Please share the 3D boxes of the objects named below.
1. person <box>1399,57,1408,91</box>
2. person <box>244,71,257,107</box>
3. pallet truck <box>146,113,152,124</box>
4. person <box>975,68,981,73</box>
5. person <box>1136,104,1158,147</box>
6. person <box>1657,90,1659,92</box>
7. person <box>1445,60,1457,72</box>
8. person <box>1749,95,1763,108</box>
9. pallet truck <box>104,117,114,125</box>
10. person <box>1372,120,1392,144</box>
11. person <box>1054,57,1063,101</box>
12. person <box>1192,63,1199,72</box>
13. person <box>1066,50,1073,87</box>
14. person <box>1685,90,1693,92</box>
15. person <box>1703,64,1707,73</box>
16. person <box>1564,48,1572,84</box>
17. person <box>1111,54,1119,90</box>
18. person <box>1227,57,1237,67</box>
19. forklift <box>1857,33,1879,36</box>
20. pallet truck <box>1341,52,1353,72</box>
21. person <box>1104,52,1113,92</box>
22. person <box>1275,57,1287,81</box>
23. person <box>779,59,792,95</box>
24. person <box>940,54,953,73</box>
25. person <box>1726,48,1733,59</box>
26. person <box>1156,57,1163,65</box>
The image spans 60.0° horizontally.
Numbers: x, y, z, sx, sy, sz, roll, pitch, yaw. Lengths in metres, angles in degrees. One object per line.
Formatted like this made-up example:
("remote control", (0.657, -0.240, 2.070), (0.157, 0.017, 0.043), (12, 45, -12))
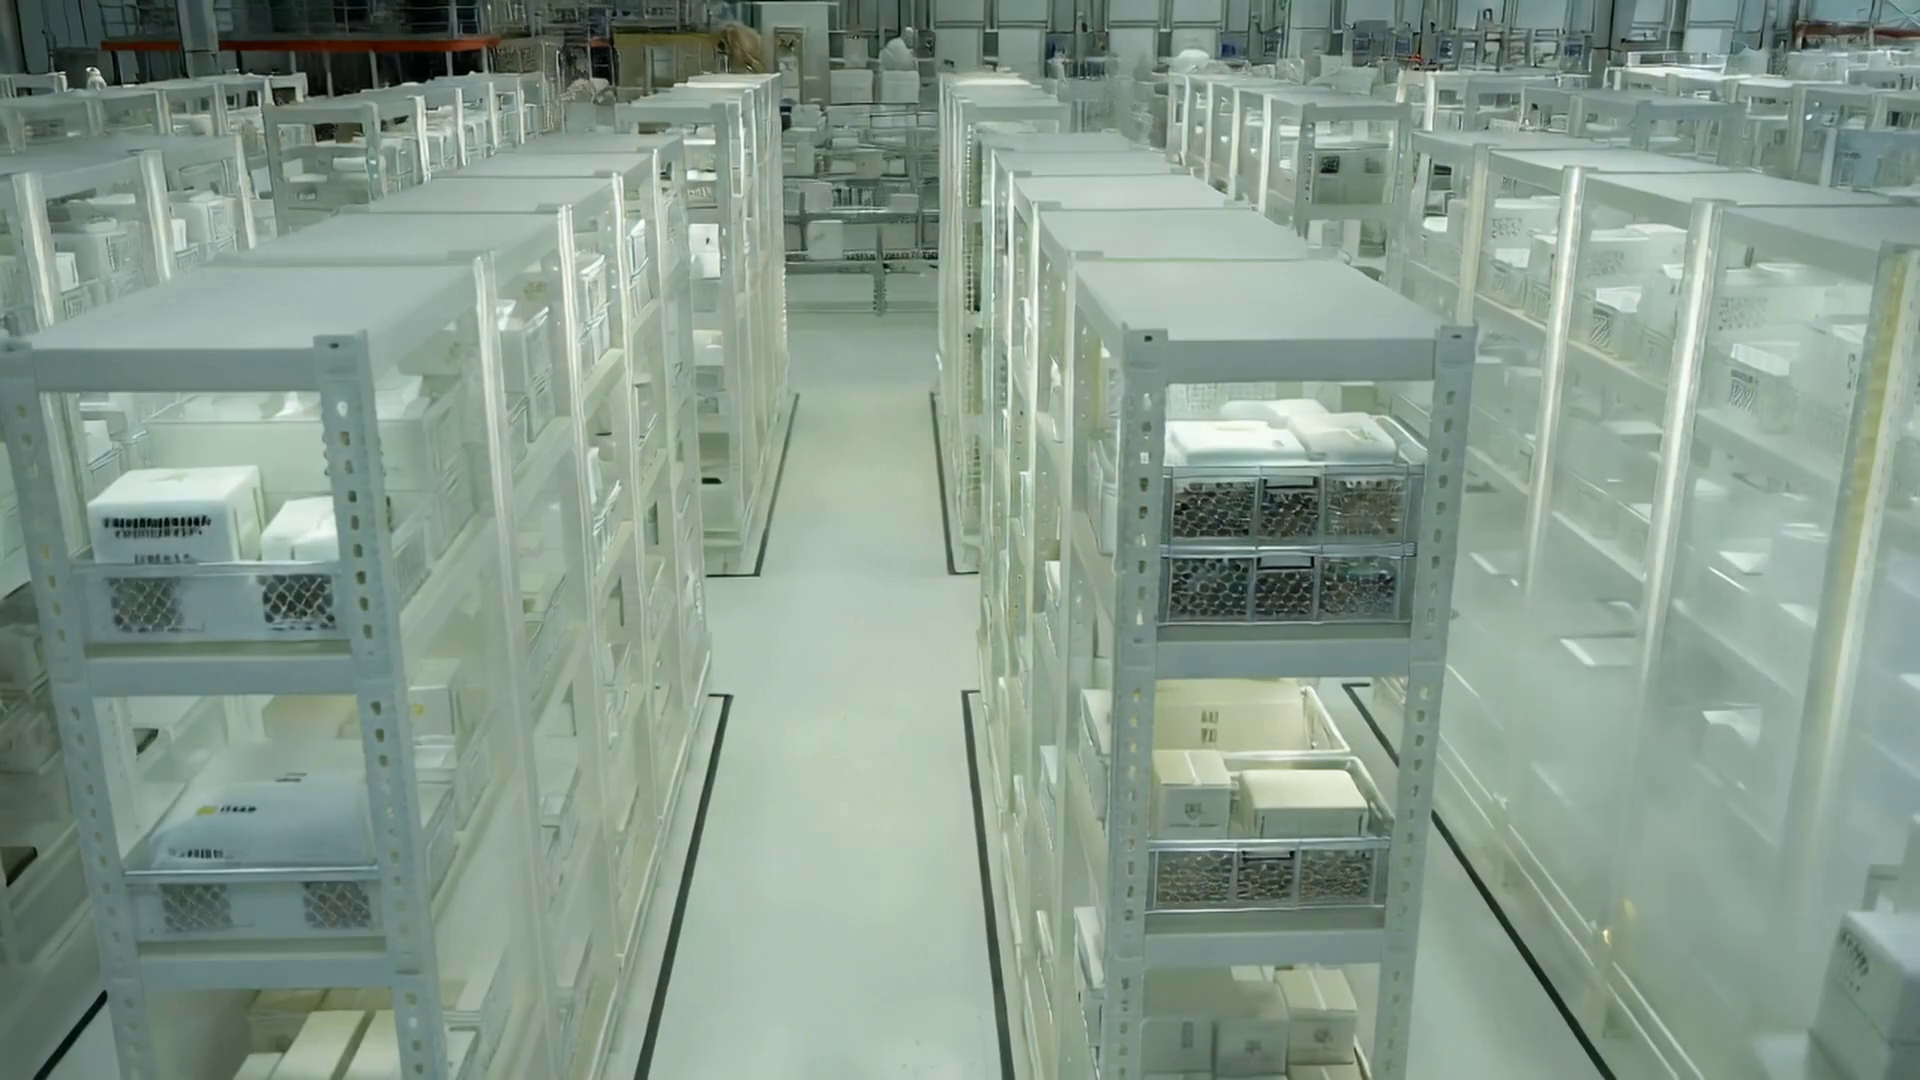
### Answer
("person", (22.462, -23.633, 84.339), (0.791, 1.672, 0.348), (-14, 23, -37))
("person", (-26.963, -16.783, 62.857), (0.948, 1.840, 0.616), (-1, 18, -2))
("pallet truck", (-18.087, -8.309, 36.390), (1.885, 1.965, 0.823), (-1, 18, -4))
("person", (0.702, -17.414, 64.795), (0.500, 1.861, 0.328), (-12, 21, -32))
("person", (4.967, -10.672, 44.107), (0.540, 1.739, 0.674), (-3, 18, -9))
("person", (34.926, -22.978, 81.922), (0.831, 1.904, 0.655), (1, 18, 2))
("person", (22.570, -21.192, 76.622), (0.525, 1.772, 0.309), (6, 19, 19))
("person", (28.442, -15.616, 59.490), (0.555, 1.679, 0.455), (-12, 21, -32))
("pallet truck", (-18.367, -7.885, 35.078), (1.885, 1.965, 0.823), (1, 18, 2))
("person", (11.973, -11.650, 47.275), (0.534, 1.661, 0.849), (0, 18, -1))
("person", (4.355, -20.537, 74.239), (0.392, 1.991, 0.613), (-9, 20, -25))
("person", (9.264, -17.796, 65.700), (0.601, 2.035, 0.401), (5, 19, 16))
("person", (5.784, -24.872, 87.739), (0.374, 1.935, 0.552), (2, 18, 7))
("person", (27.409, -16.816, 62.809), (0.542, 1.938, 0.357), (17, 24, 42))
("person", (31.343, -19.216, 70.315), (0.576, 1.895, 0.957), (13, 22, 34))
("person", (32.946, -25.730, 90.415), (0.400, 1.923, 0.577), (-11, 21, -31))
("person", (7.670, -22.852, 81.548), (0.766, 1.904, 0.596), (-3, 18, -9))
("person", (12.976, -22.153, 79.519), (0.666, 1.822, 0.628), (-16, 24, -41))
("forklift", (46.104, -24.422, 84.837), (1.129, 2.768, 1.873), (3, 18, 10))
("pallet truck", (18.794, -23.123, 82.231), (0.823, 1.965, 1.885), (-13, 22, -35))
("person", (7.487, -23.458, 83.344), (0.380, 1.951, 0.605), (-8, 20, -24))
("person", (14.662, -21.057, 75.950), (0.589, 1.928, 0.386), (12, 21, 32))
("person", (-8.414, -22.333, 80.060), (0.649, 1.827, 0.434), (-7, 19, -20))
("person", (-0.652, -22.583, 80.656), (0.628, 1.940, 0.373), (1, 18, 4))
("person", (41.651, -25.660, 90.201), (0.368, 1.932, 0.622), (1, 18, 4))
("person", (9.818, -23.108, 82.634), (0.576, 1.712, 0.511), (-14, 23, -37))
